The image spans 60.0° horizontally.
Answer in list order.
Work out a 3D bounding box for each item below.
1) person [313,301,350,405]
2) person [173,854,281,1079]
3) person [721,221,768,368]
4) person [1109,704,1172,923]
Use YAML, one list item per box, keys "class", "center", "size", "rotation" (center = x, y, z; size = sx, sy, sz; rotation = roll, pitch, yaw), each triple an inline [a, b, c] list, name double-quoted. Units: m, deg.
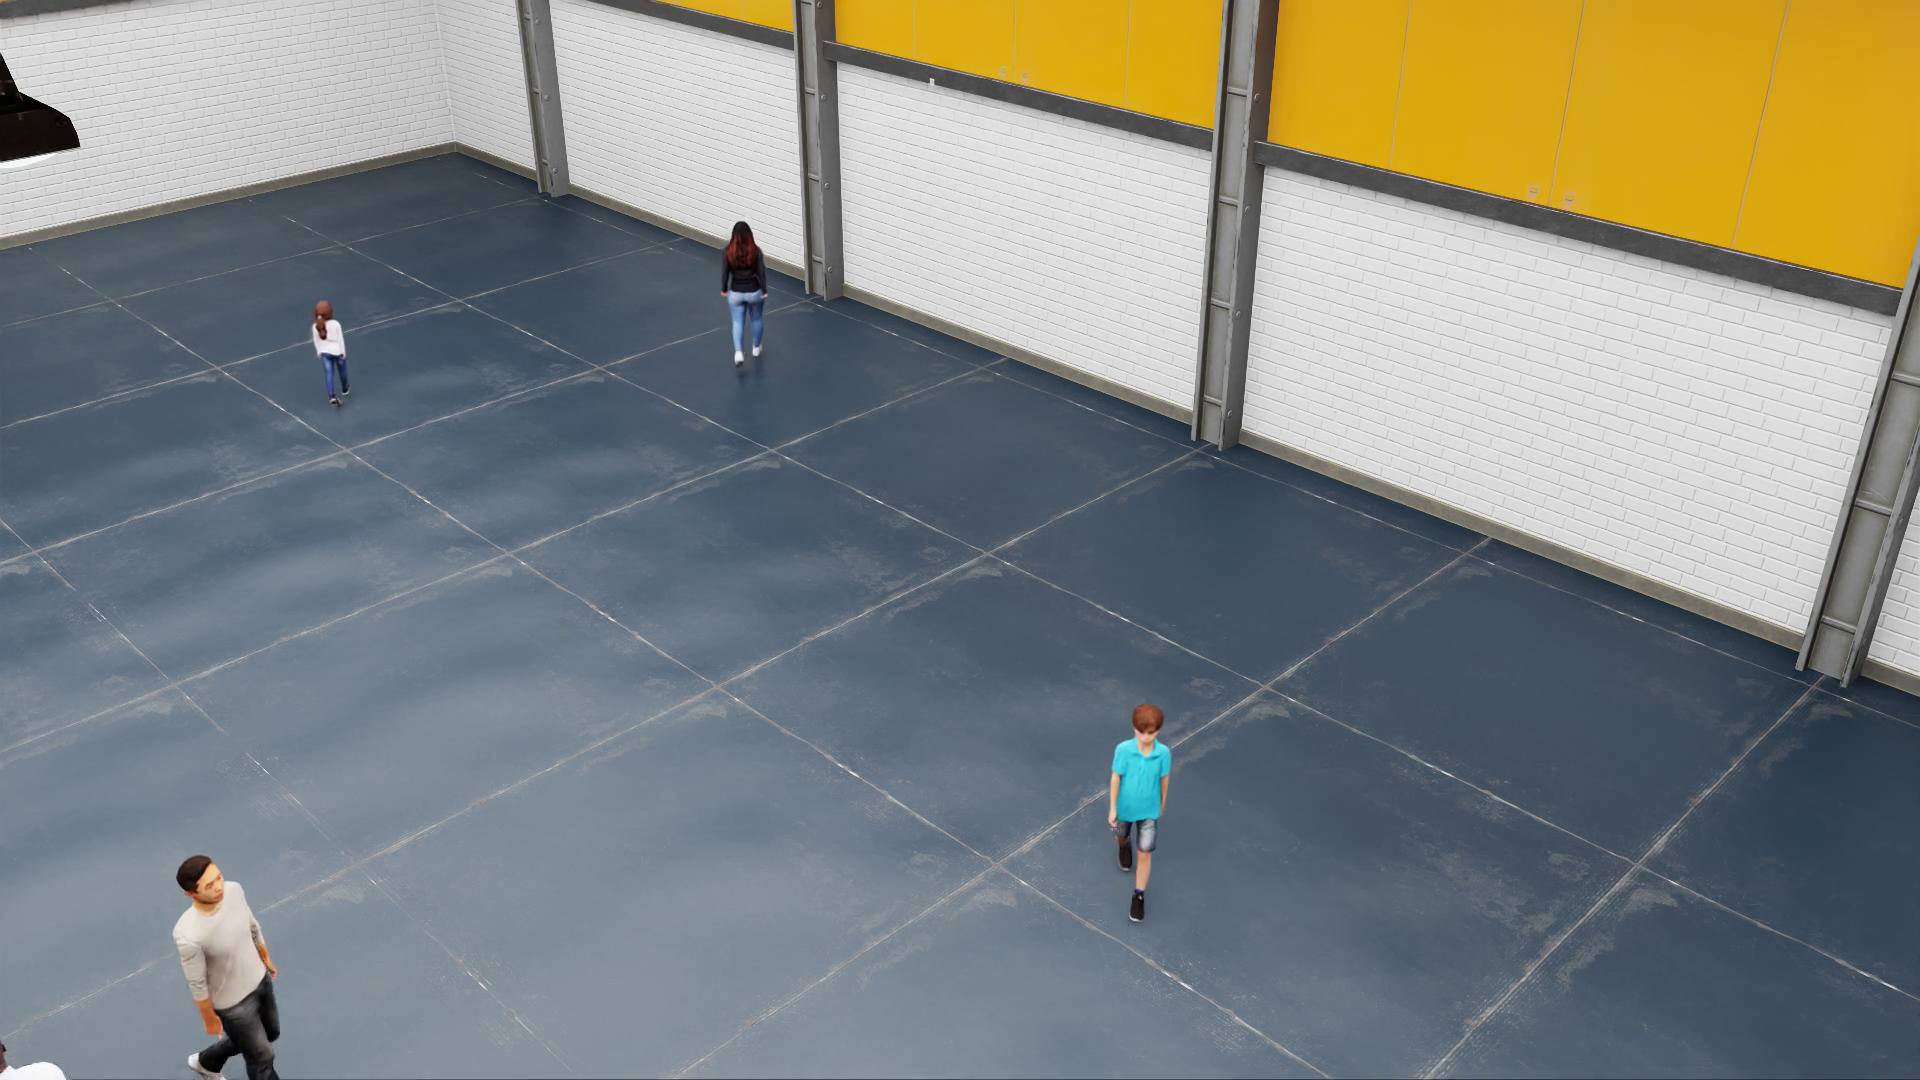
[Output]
- class: "person"
  center: [-6.579, -1.954, 17.381]
  size: [0.697, 1.092, 0.828]
  rotation: [-6, 29, -10]
- class: "person"
  center: [-3.881, 2.354, 8.749]
  size: [1.081, 1.795, 0.966]
  rotation: [5, 29, 9]
- class: "person"
  center: [-2.349, -2.655, 18.130]
  size: [1.029, 1.606, 1.108]
  rotation: [-2, 29, -3]
- class: "person"
  center: [1.106, 1.620, 10.479]
  size: [0.944, 1.426, 0.938]
  rotation: [4, 29, 7]
